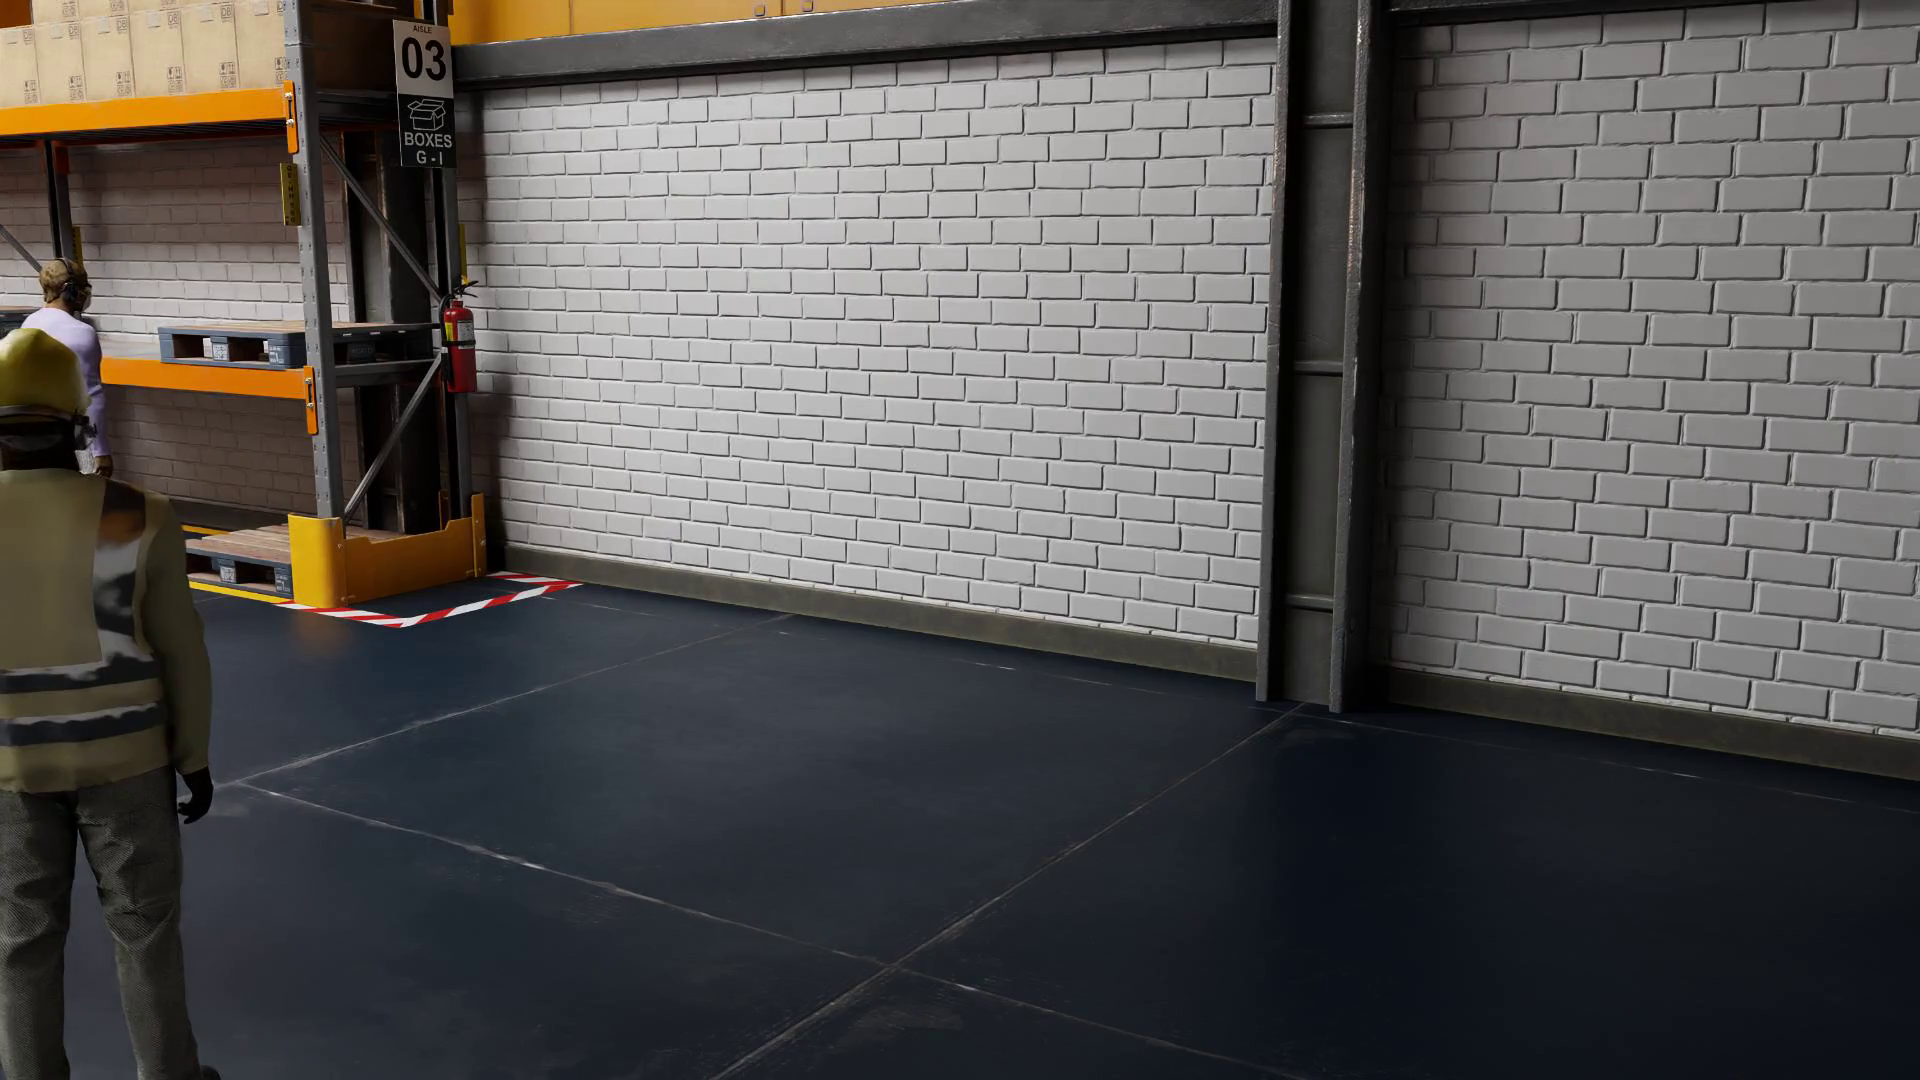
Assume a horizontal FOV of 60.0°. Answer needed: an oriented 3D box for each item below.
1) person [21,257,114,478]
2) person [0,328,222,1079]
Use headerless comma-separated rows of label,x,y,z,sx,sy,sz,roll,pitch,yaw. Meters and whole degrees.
person,-4.658,-0.502,8.720,0.628,1.932,0.361,7,13,35
person,-1.944,0.460,3.648,0.590,1.837,0.403,-2,11,-13
